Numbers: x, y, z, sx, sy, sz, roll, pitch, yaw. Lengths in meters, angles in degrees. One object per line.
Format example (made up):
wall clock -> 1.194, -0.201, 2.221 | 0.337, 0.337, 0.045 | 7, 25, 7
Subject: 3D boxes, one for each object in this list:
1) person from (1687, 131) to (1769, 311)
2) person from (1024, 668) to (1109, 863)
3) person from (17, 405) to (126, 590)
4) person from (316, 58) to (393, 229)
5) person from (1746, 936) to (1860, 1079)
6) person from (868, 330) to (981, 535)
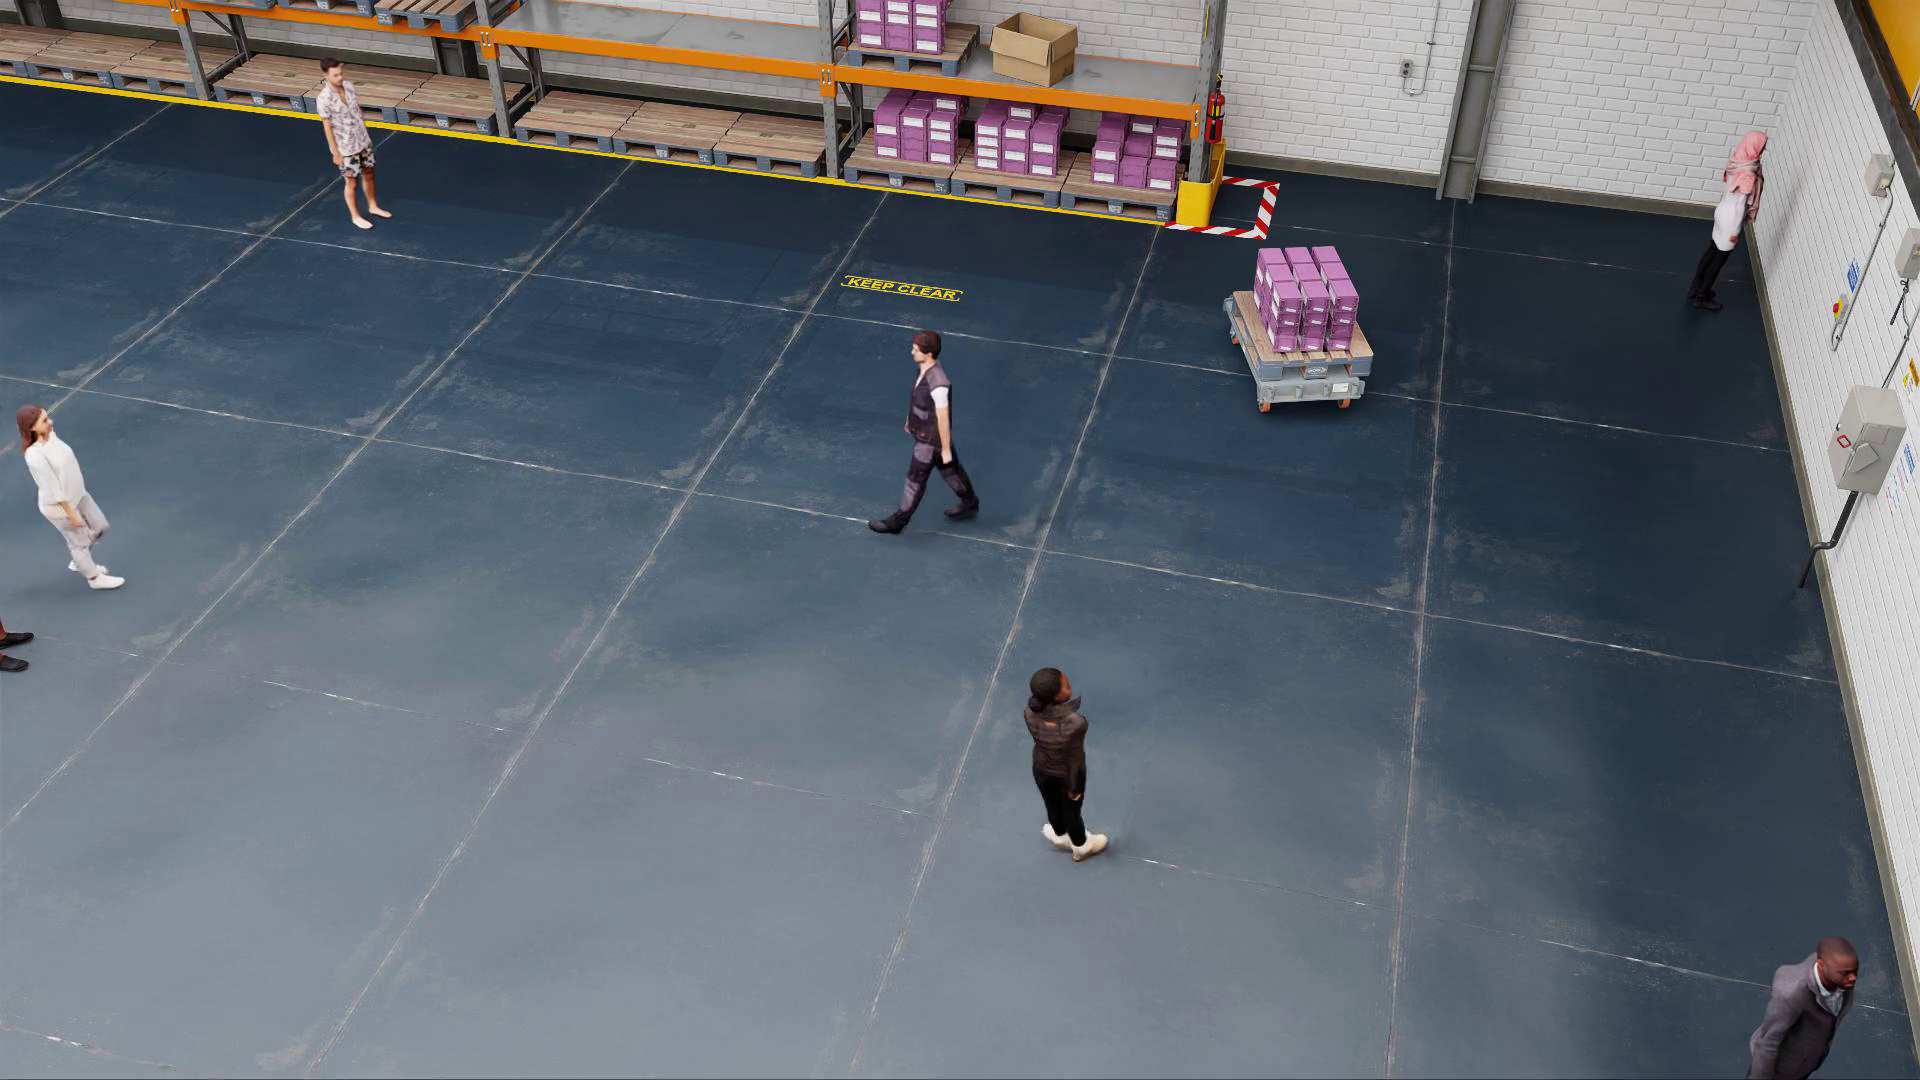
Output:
person -> 7.298, -3.037, 15.789 | 0.652, 1.803, 0.673 | 2, 39, 2
person -> 0.715, 1.409, 10.336 | 0.586, 1.659, 0.747 | 26, 46, 29
person -> -6.768, -0.288, 12.444 | 0.737, 1.681, 0.709 | -5, 39, -6
person -> -6.305, -4.109, 17.127 | 0.647, 1.809, 0.721 | 18, 42, 21
person -> 4.287, 2.659, 8.645 | 0.786, 1.818, 0.856 | -18, 42, -22
person -> -0.127, -0.836, 13.035 | 1.288, 1.800, 1.063 | -8, 39, -10
